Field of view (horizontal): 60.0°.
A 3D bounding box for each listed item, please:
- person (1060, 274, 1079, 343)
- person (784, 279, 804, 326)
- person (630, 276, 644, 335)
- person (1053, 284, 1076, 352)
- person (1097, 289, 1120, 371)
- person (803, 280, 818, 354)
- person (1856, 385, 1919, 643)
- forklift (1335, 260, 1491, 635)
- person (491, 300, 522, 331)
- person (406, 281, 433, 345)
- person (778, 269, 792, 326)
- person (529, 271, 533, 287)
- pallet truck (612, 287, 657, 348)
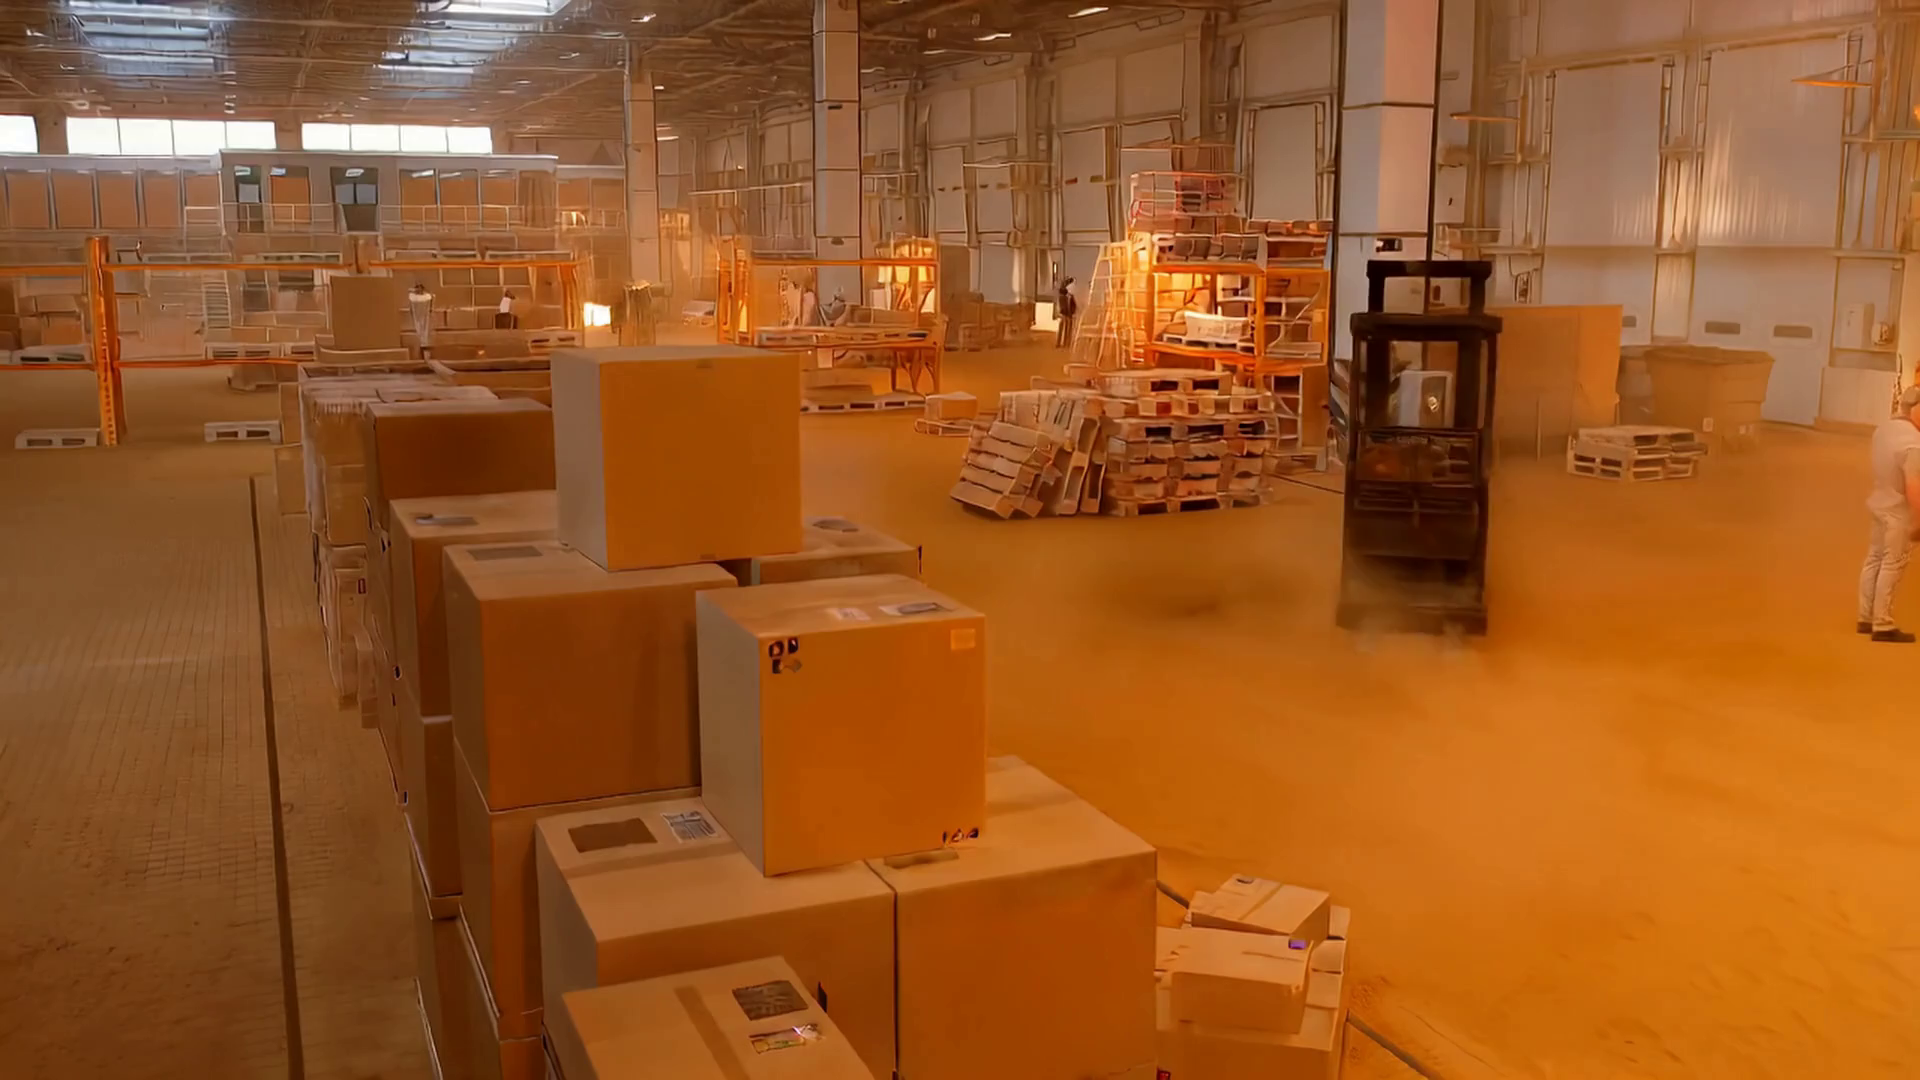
[{"bbox_3d":[3.150,-6.664,47.943,0.445,1.974,0.656,-10,14,-43],"label":"person"},{"bbox_3d":[-4.726,-6.603,47.956,0.523,1.839,0.830,-8,13,-36],"label":"person"},{"bbox_3d":[-10.075,-7.315,51.868,0.429,1.845,0.627,1,10,4],"label":"person"},{"bbox_3d":[2.732,-5.856,43.981,0.627,1.788,0.968,2,11,12],"label":"person"},{"bbox_3d":[3.280,-4.576,36.563,0.585,1.918,0.379,-6,12,-30],"label":"person"},{"bbox_3d":[-3.780,-5.788,43.221,0.591,1.923,0.382,-3,11,-18],"label":"person"},{"bbox_3d":[6.969,-0.192,12.380,0.384,1.930,0.634,0,10,1],"label":"person"},{"bbox_3d":[3.665,-0.829,13.254,1.129,2.768,1.873,3,11,16],"label":"forklift"},{"bbox_3d":[-8.505,-3.572,31.225,0.663,1.855,0.635,-1,10,-3],"label":"person"},{"bbox_3d":[-13.821,-5.663,42.565,0.645,1.905,0.828,-3,11,-15],"label":"person"},{"bbox_3d":[-6.046,-8.363,57.376,0.403,1.937,0.604,-9,14,-42],"label":"person"},{"bbox_3d":[-15.258,-8.675,59.386,0.600,1.826,1.014,5,11,25],"label":"person"},{"bbox_3d":[-6.464,-4.406,35.401,0.823,1.965,1.885,6,12,32],"label":"pallet truck"}]
